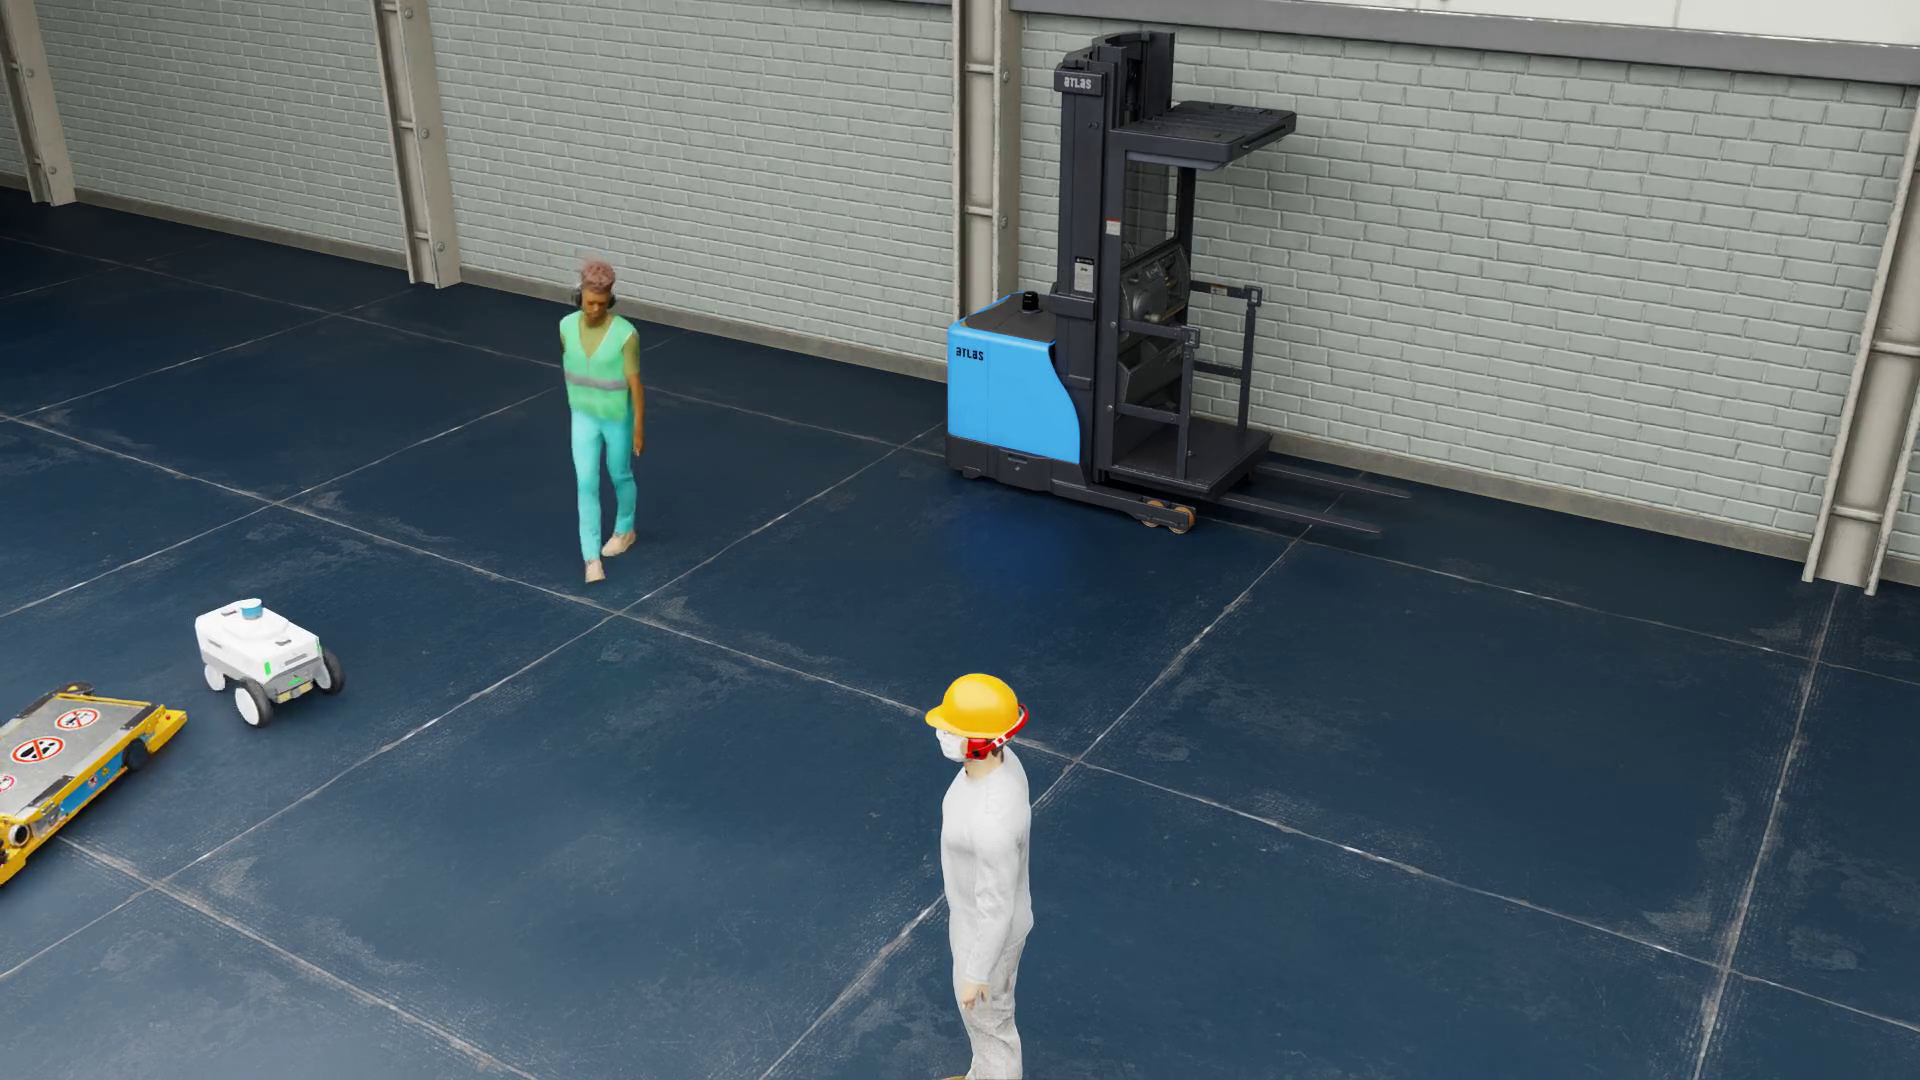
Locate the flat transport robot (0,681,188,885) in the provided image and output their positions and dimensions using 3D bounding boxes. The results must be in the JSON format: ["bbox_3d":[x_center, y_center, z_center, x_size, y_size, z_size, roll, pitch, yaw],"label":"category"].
[{"bbox_3d":[-4.385,1.130,7.867,0.659,0.231,1.431,5,26,9],"label":"flat transport robot"}]

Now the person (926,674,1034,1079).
[{"bbox_3d":[0.069,1.287,5.636,0.355,1.896,0.558,-1,25,-3],"label":"person"}]

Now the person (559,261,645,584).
[{"bbox_3d":[-2.102,-0.700,9.786,0.513,1.931,0.893,3,25,6],"label":"person"}]

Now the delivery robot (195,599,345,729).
[{"bbox_3d":[-3.639,0.592,8.665,0.790,0.589,0.499,18,31,34],"label":"delivery robot"}]

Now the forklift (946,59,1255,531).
[{"bbox_3d":[0.933,-1.707,10.833,1.873,2.768,1.129,15,29,28],"label":"forklift"}]
